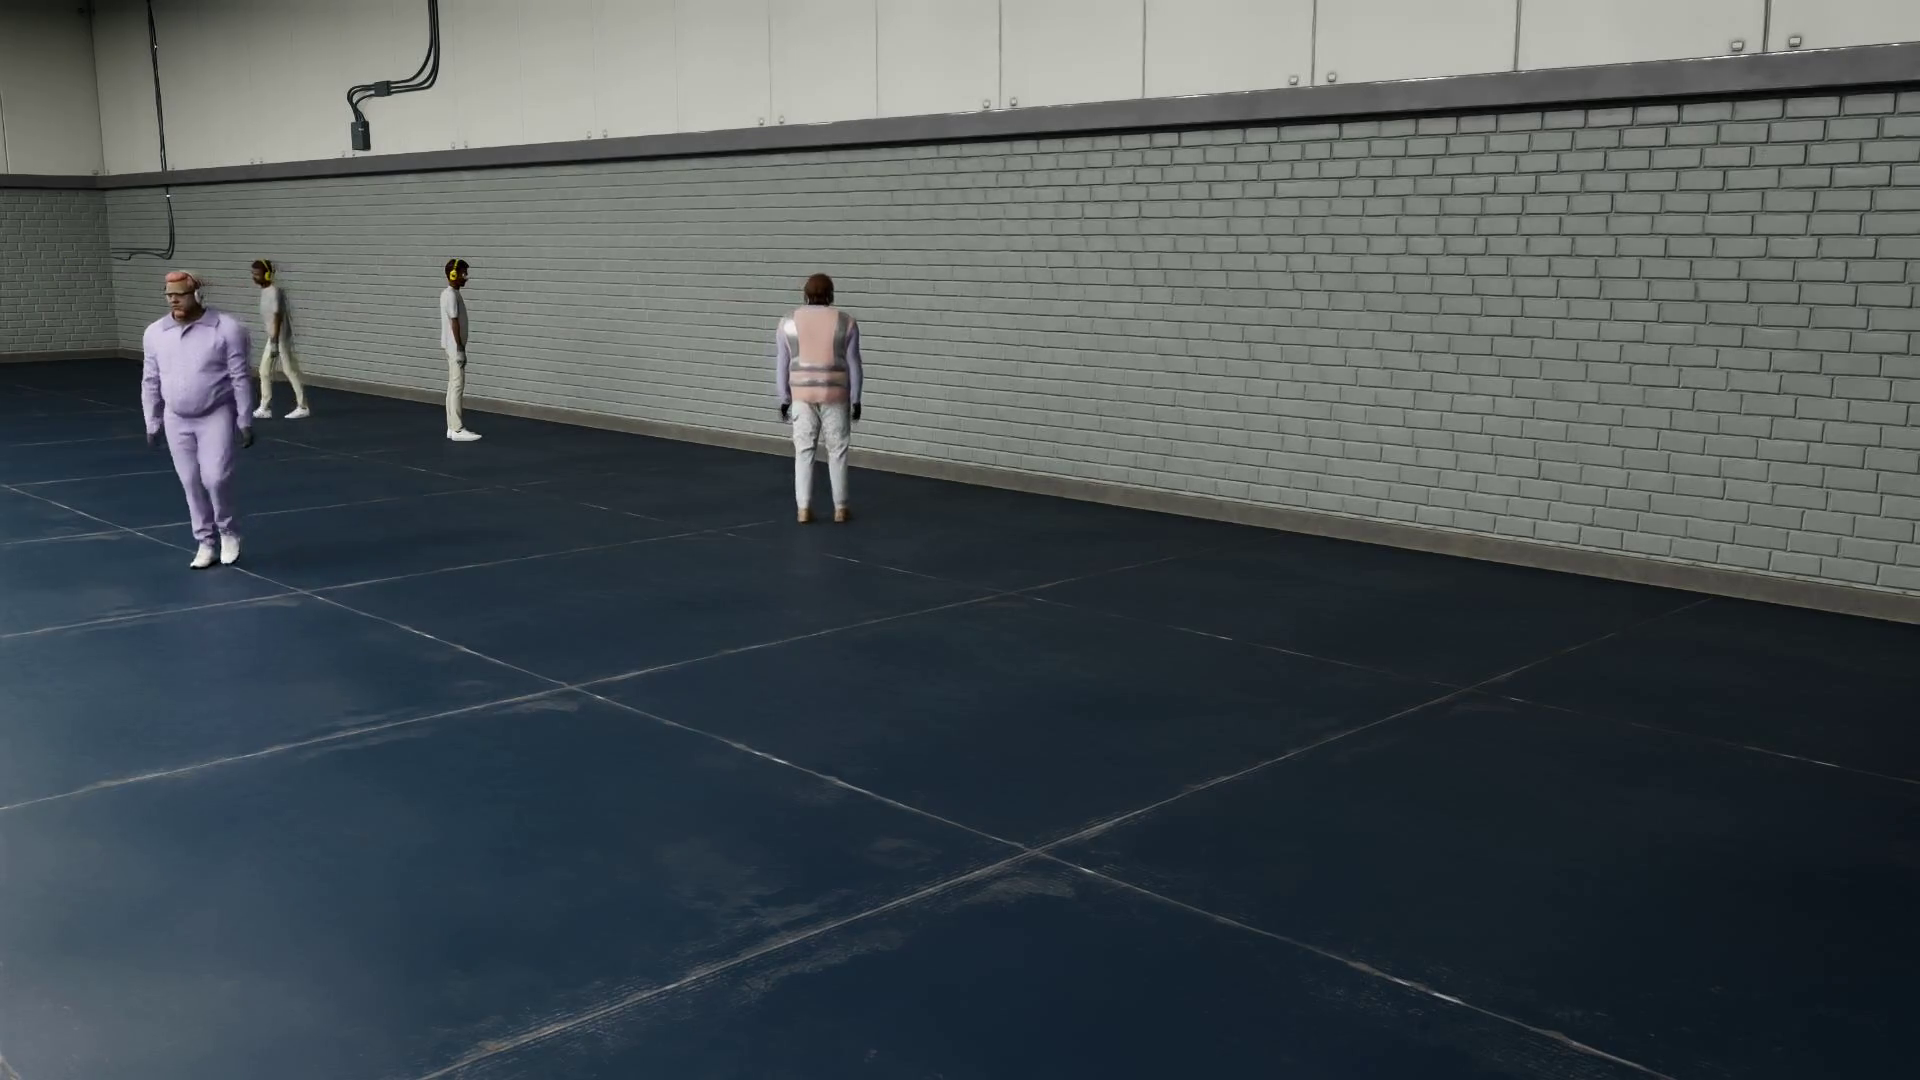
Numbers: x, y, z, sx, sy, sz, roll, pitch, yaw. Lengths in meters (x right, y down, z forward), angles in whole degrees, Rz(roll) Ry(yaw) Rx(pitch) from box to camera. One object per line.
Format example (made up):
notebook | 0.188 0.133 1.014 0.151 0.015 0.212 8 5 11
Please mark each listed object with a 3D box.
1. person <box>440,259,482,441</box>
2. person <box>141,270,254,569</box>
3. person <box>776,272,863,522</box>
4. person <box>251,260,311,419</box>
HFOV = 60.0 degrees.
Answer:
person | -5.216 -1.976 17.288 0.327 1.865 0.521 -5 11 -24
person | -4.825 -0.749 10.512 0.670 1.888 0.463 0 10 -1
person | -1.026 -1.052 12.310 0.633 1.842 0.429 1 10 3
person | -7.905 -2.289 19.091 0.833 1.824 0.515 -10 14 -44
